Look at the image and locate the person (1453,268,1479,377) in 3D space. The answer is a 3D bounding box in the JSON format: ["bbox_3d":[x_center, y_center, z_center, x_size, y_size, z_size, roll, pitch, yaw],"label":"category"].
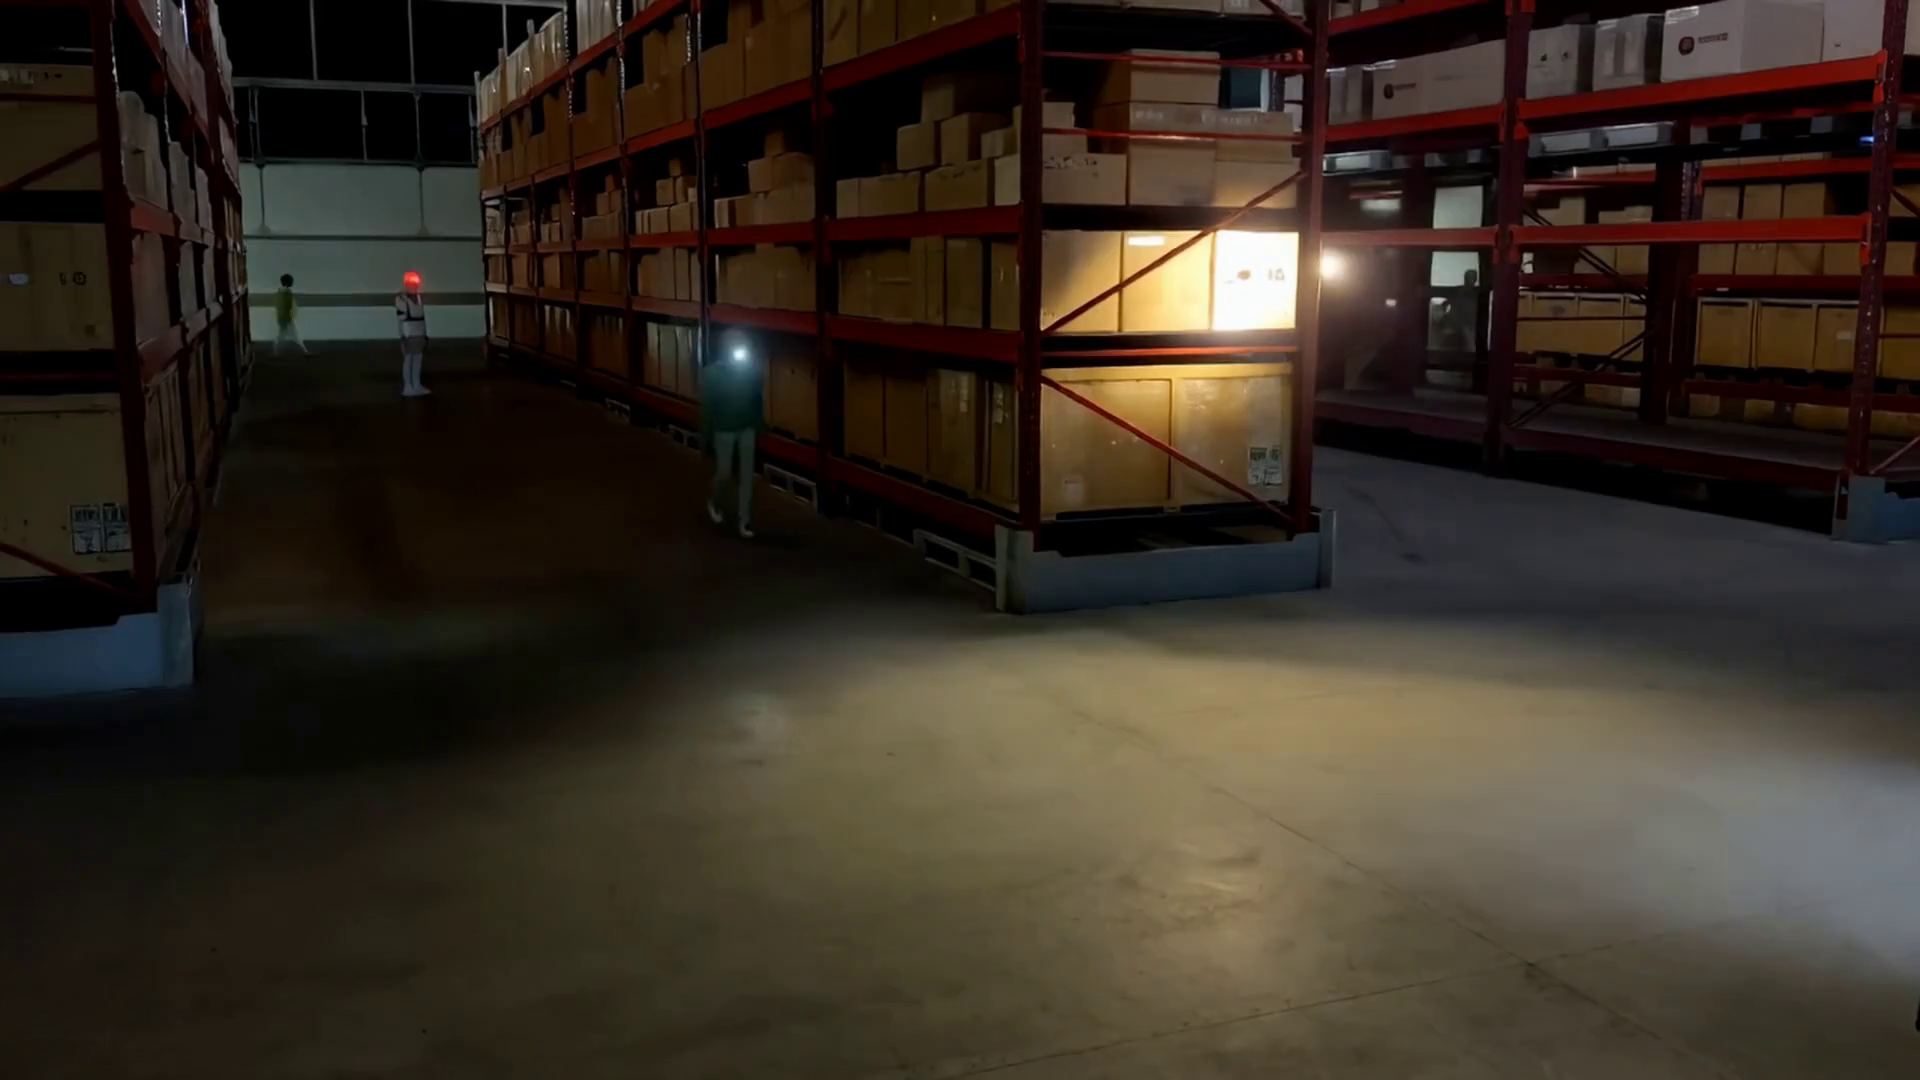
[{"bbox_3d":[9.247,-3.980,30.422,0.625,1.970,0.771,-4,10,-24],"label":"person"}]

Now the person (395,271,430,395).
[{"bbox_3d":[-8.578,-3.246,26.126,0.364,1.935,0.553,4,10,25],"label":"person"}]

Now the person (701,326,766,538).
[{"bbox_3d":[-1.744,-0.827,12.637,0.505,1.607,0.547,-5,11,-30],"label":"person"}]

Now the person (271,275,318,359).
[{"bbox_3d":[-14.399,-4.780,35.753,0.947,1.789,0.652,-6,11,-33],"label":"person"}]
